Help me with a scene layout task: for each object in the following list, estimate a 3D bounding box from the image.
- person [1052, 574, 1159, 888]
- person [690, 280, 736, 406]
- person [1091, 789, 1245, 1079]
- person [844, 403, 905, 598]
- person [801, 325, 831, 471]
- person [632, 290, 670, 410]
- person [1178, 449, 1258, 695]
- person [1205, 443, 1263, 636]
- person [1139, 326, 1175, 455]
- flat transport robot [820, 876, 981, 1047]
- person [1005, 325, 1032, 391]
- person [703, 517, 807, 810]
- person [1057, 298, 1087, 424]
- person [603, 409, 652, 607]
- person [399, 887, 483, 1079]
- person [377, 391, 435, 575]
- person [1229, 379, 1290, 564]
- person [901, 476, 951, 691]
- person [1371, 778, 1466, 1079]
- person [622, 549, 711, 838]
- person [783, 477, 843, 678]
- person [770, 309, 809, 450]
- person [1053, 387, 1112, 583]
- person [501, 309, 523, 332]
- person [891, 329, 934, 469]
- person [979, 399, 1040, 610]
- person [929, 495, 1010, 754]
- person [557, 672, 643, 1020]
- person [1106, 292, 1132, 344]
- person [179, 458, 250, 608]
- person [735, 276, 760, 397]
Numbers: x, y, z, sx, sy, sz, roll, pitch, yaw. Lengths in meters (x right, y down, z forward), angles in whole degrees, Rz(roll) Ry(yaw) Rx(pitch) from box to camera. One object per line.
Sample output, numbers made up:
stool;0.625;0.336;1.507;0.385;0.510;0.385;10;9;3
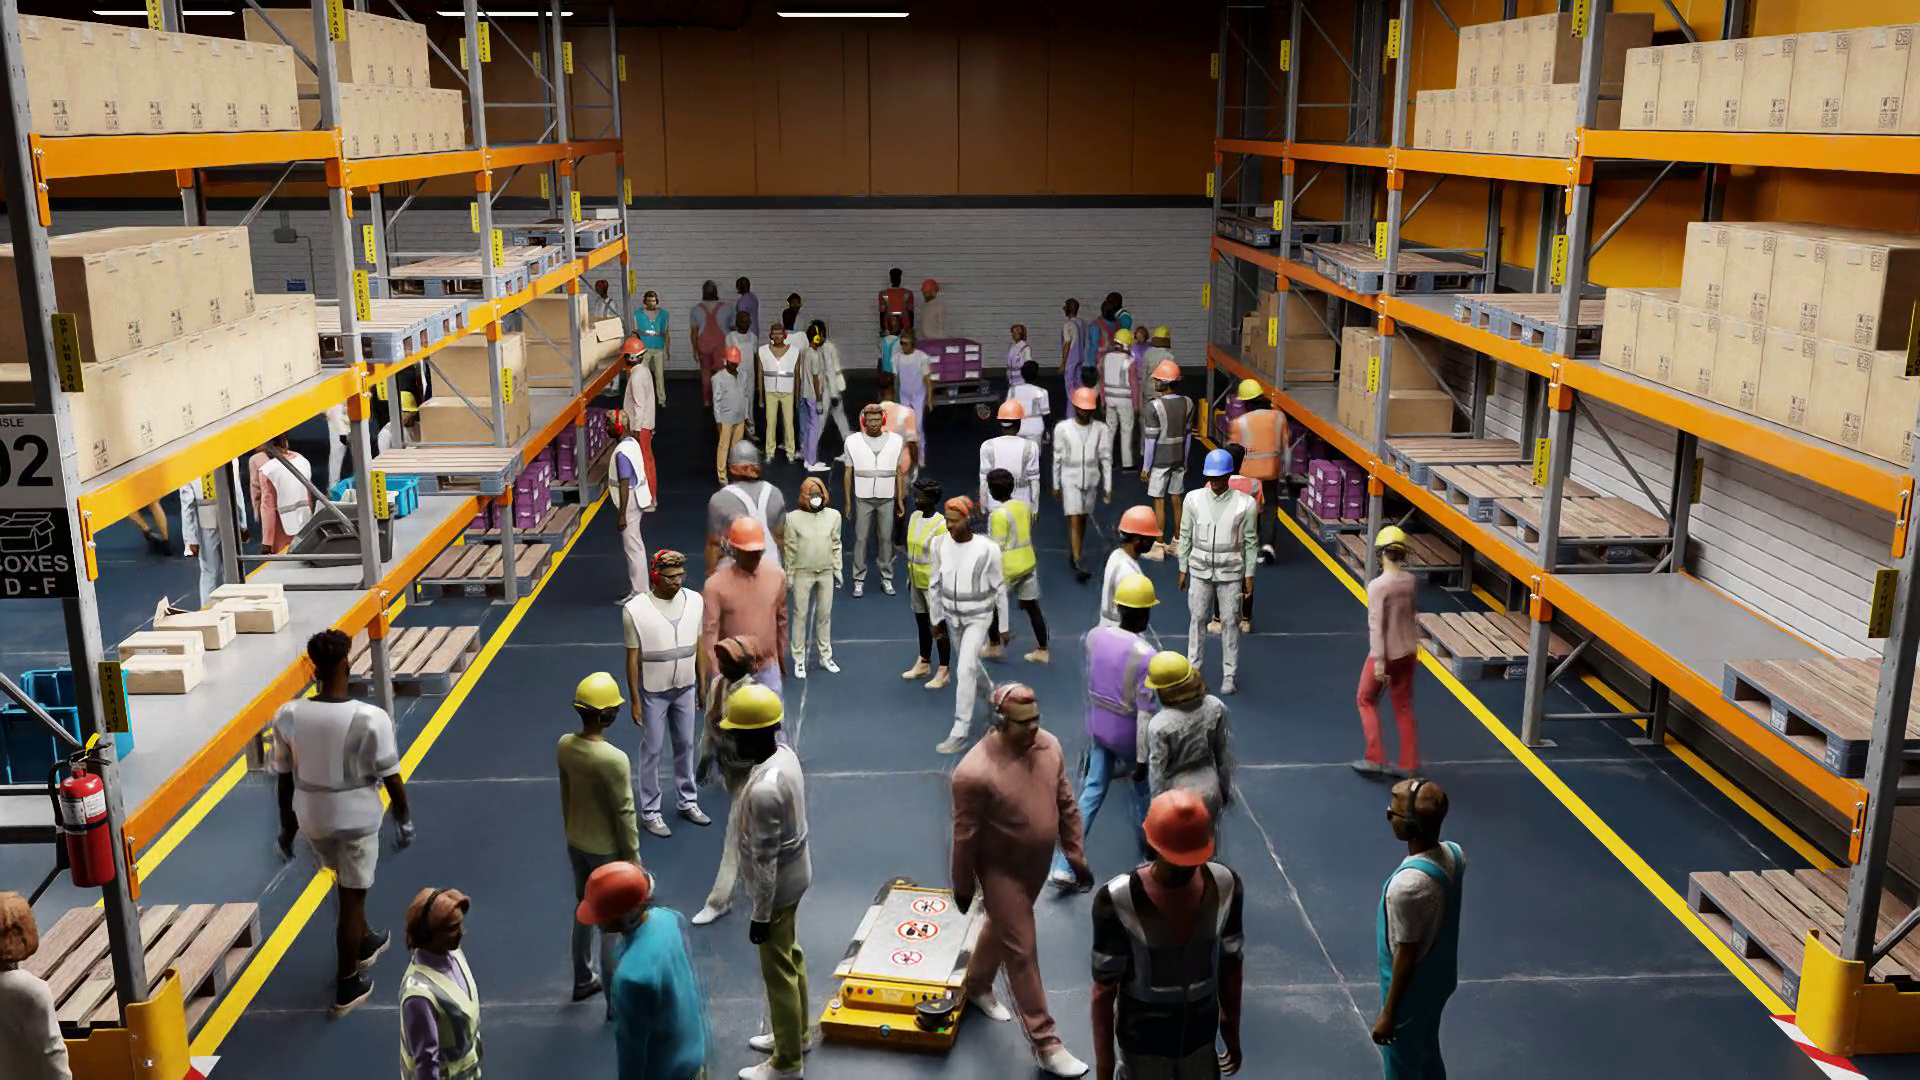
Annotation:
person;0.908;1.114;9.675;0.966;1.886;0.603;-12;19;-40
person;-3.780;-3.007;25.524;0.686;2.000;1.026;-1;14;-5
person;0.804;1.890;6.330;0.609;2.032;0.410;-4;15;-15
person;-0.806;-0.380;15.598;0.571;1.843;0.373;-3;15;-12
person;-1.851;-1.802;21.163;0.334;1.860;0.509;-5;15;-20
person;-4.725;-2.909;25.526;0.567;1.846;0.389;-5;15;-20
person;1.995;0.244;12.944;0.618;1.945;0.395;5;15;20
person;2.352;-0.001;14.401;0.536;1.699;0.322;-2;14;-7
person;2.630;-1.969;22.079;0.491;1.732;0.369;9;17;33
flat transport robot;-0.230;2.171;8.724;0.652;0.197;1.431;3;15;11
person;0.808;-2.162;23.021;0.315;1.634;0.529;-9;17;-33
person;-1.343;0.810;10.733;0.647;1.937;1.019;-8;16;-28
person;1.637;-2.609;24.350;0.344;1.847;0.504;11;18;37
person;-3.039;-0.301;15.322;0.399;1.836;0.560;-2;14;-7
person;-1.964;2.087;6.330;0.312;1.636;0.520;-1;14;-6
person;-5.424;-0.563;16.372;0.403;1.823;0.583;5;15;20
person;2.997;-0.664;16.624;0.663;1.894;0.512;-2;14;-9
person;-0.251;0.333;13.100;0.316;1.696;0.541;-10;17;-35
person;1.858;1.852;6.841;0.330;1.843;0.520;11;18;38
person;-1.840;0.941;10.439;0.560;1.836;0.394;-12;19;-40
person;-1.174;0.292;13.385;0.497;1.633;0.285;-7;16;-25
person;-2.272;-2.149;22.442;0.603;1.919;0.406;-8;16;-27
person;1.198;-0.555;16.214;0.560;1.879;1.040;-2;14;-8
person;-6.909;-2.927;25.780;0.327;1.753;0.560;9;17;32
person;-0.618;-1.805;21.277;0.552;1.810;0.505;6;15;21
person;0.453;-0.318;15.177;0.552;1.933;0.368;1;14;5
person;0.095;0.545;12.016;0.604;1.844;0.922;10;17;34
person;-1.792;1.516;8.343;0.530;1.760;0.340;13;19;40
person;2.374;-2.868;25.405;0.429;1.832;0.636;-5;15;-19
person;-6.428;-0.091;14.354;0.410;1.908;0.598;7;16;27
person;-3.424;-3.274;26.800;0.368;1.930;0.629;4;15;14
